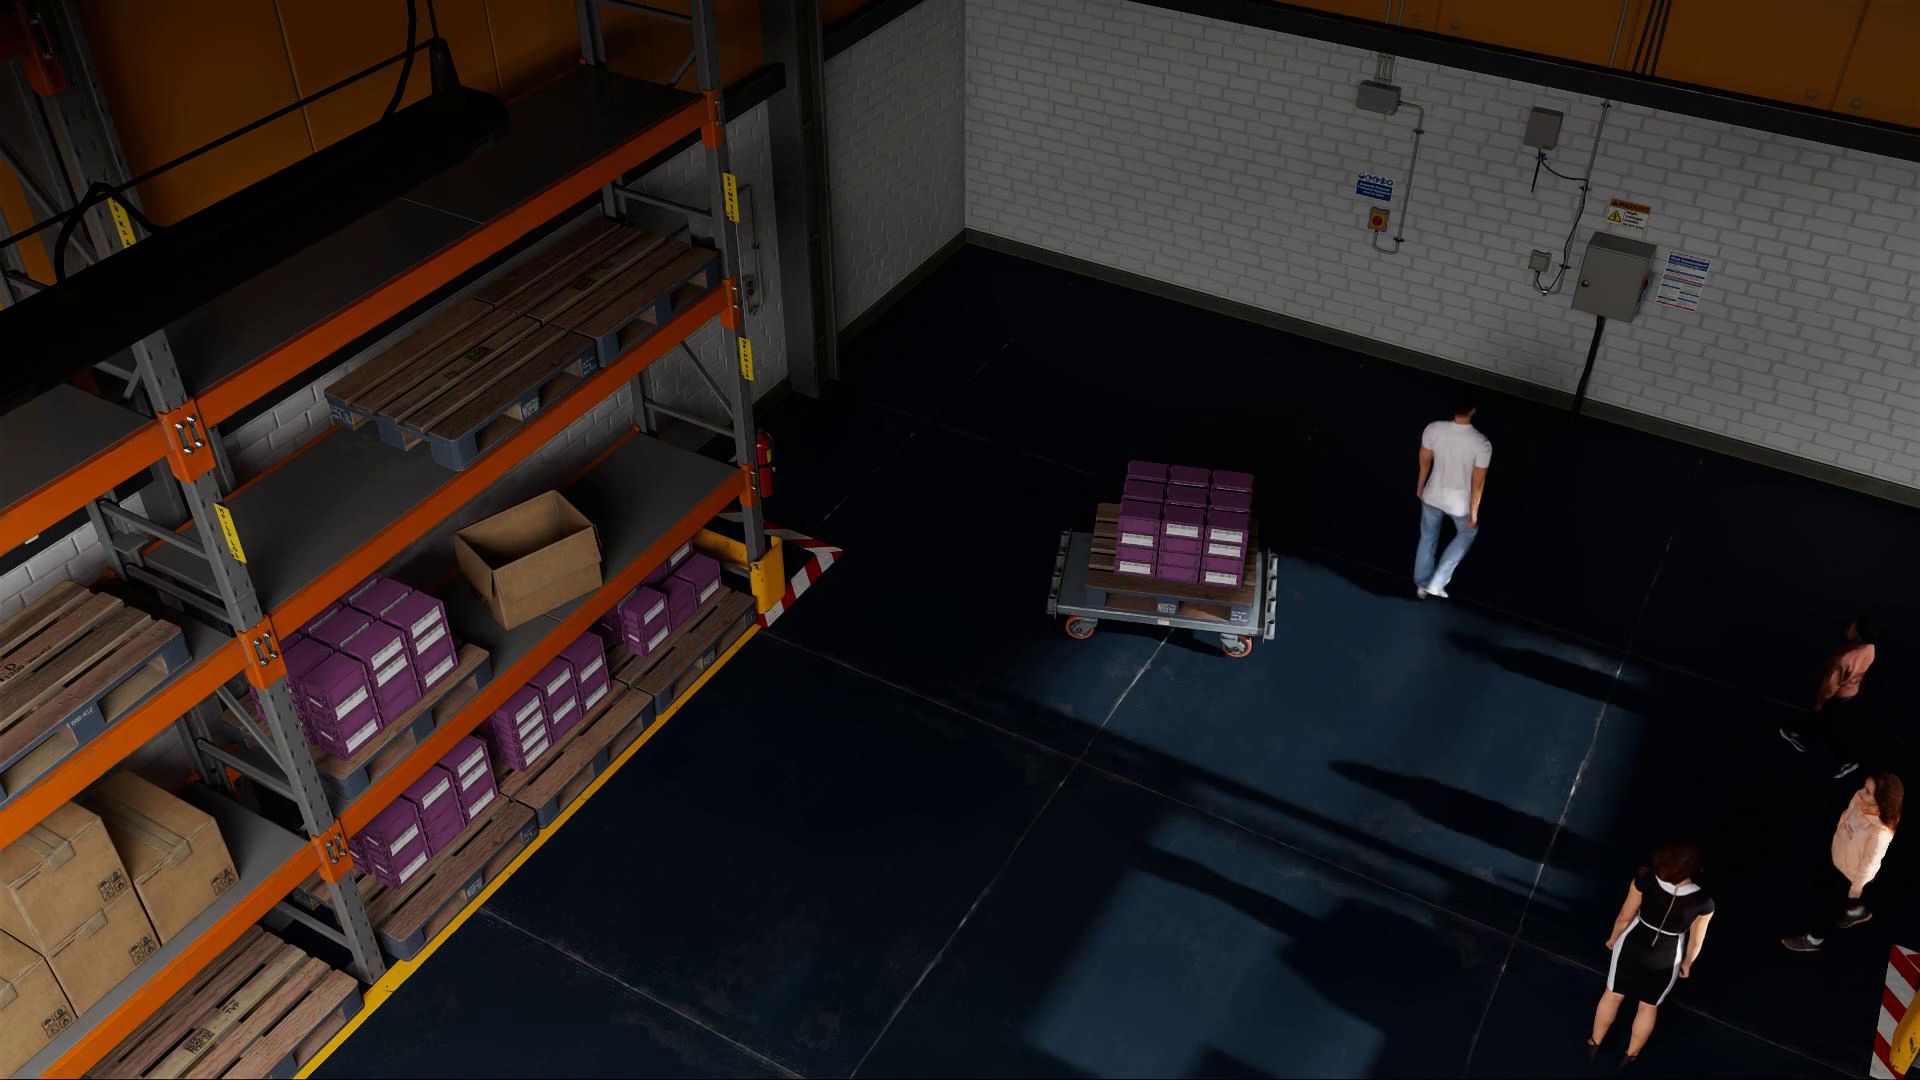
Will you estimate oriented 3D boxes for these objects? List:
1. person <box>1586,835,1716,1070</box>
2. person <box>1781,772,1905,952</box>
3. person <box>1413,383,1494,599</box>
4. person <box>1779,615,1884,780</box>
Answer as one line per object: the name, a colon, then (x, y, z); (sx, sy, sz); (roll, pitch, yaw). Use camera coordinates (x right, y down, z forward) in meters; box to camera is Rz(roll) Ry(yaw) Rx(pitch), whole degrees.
person: (3.725, 2.248, 9.007); (0.585, 1.795, 0.476); (19, 43, 23)
person: (5.260, 1.904, 9.701); (0.800, 1.467, 0.782); (3, 39, 3)
person: (3.541, -0.283, 12.131); (0.726, 1.853, 0.702); (26, 45, 29)
person: (5.832, 1.032, 10.975); (0.846, 1.240, 0.826); (-19, 42, -22)
